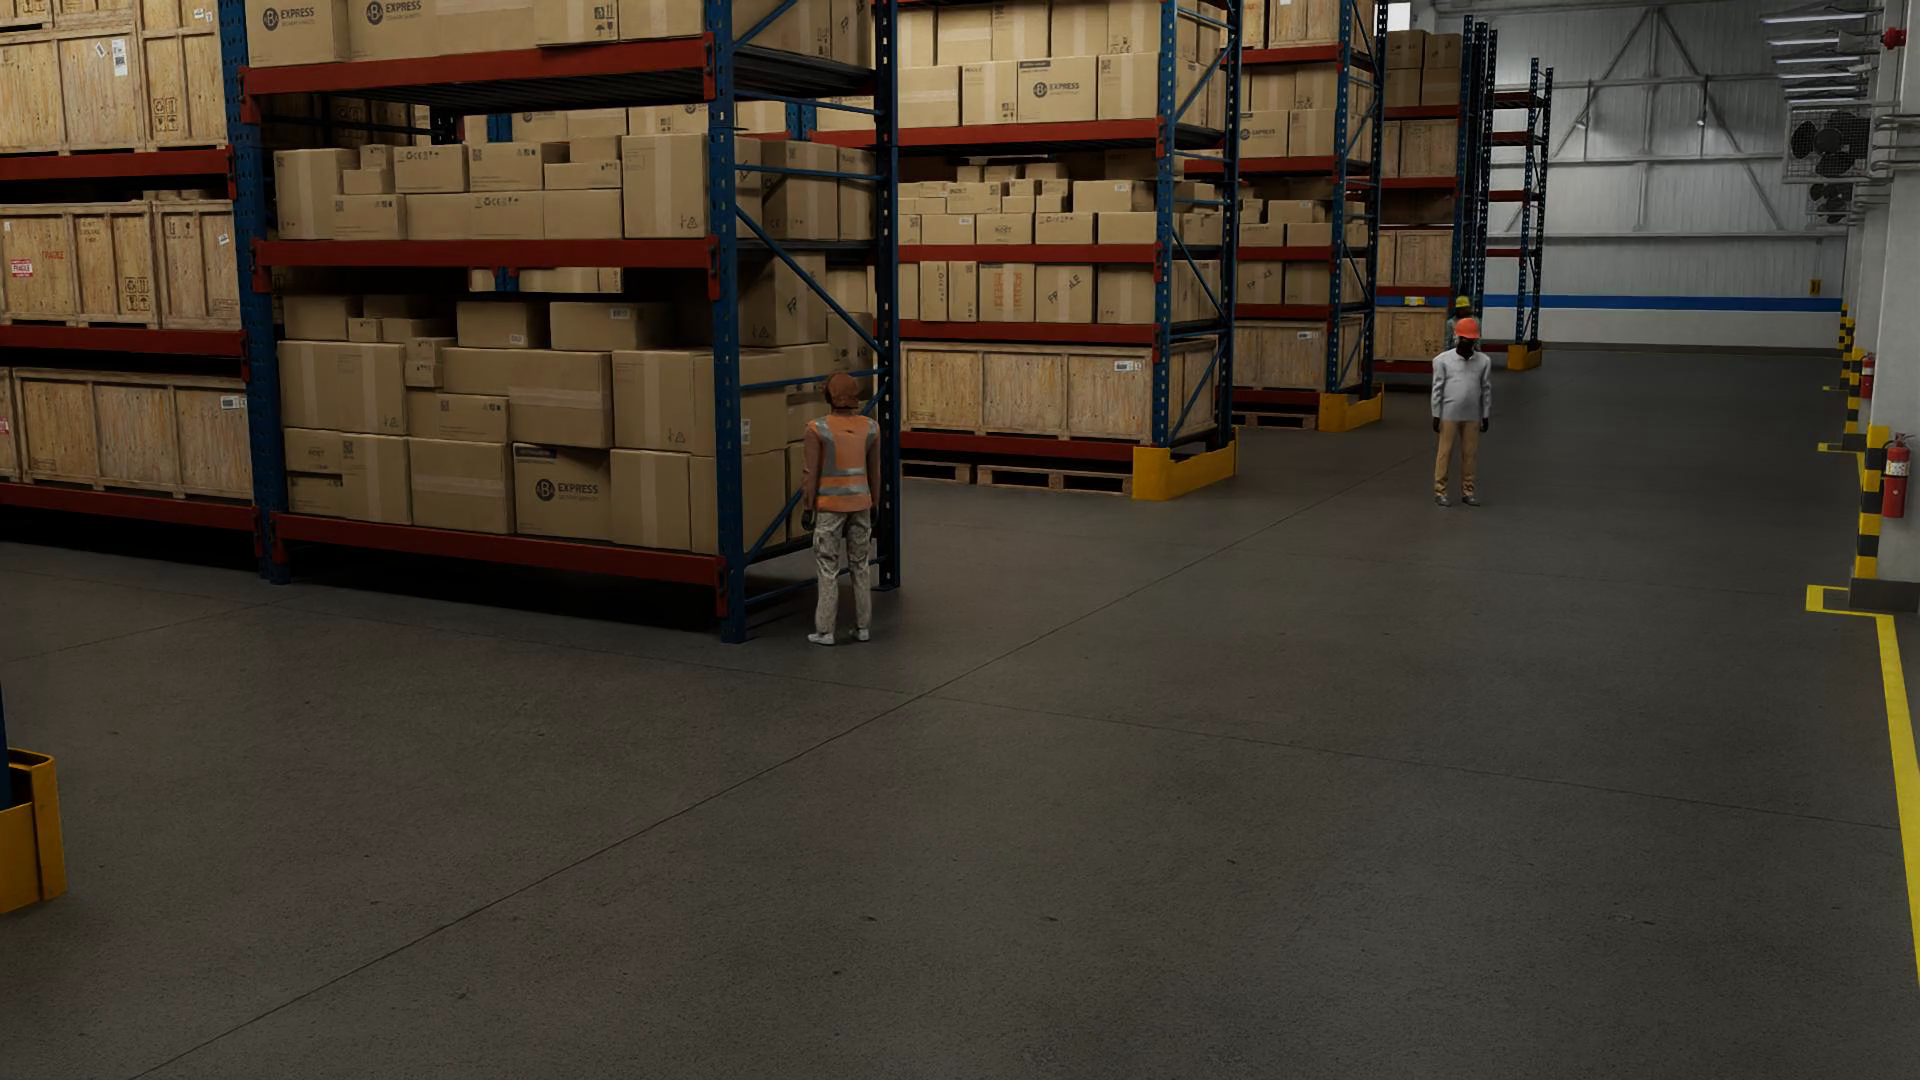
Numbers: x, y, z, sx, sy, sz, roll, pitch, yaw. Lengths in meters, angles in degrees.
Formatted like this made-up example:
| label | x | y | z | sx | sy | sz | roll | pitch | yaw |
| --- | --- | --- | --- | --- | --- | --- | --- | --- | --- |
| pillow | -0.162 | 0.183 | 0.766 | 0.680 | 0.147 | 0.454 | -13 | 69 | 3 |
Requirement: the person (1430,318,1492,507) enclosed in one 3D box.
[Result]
| label | x | y | z | sx | sy | sz | roll | pitch | yaw |
| --- | --- | --- | --- | --- | --- | --- | --- | --- | --- |
| person | 4.612 | -1.168 | 15.292 | 0.566 | 1.744 | 0.349 | -1 | 10 | -4 |

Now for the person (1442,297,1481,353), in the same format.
| label | x | y | z | sx | sy | sz | roll | pitch | yaw |
| --- | --- | --- | --- | --- | --- | --- | --- | --- | --- |
| person | 7.089 | -2.585 | 23.587 | 0.514 | 1.701 | 0.850 | 4 | 11 | 23 |

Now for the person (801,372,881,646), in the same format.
| label | x | y | z | sx | sy | sz | roll | pitch | yaw |
| --- | --- | --- | --- | --- | --- | --- | --- | --- | --- |
| person | -0.701 | -0.180 | 9.907 | 0.524 | 1.631 | 0.315 | -6 | 12 | -32 |
